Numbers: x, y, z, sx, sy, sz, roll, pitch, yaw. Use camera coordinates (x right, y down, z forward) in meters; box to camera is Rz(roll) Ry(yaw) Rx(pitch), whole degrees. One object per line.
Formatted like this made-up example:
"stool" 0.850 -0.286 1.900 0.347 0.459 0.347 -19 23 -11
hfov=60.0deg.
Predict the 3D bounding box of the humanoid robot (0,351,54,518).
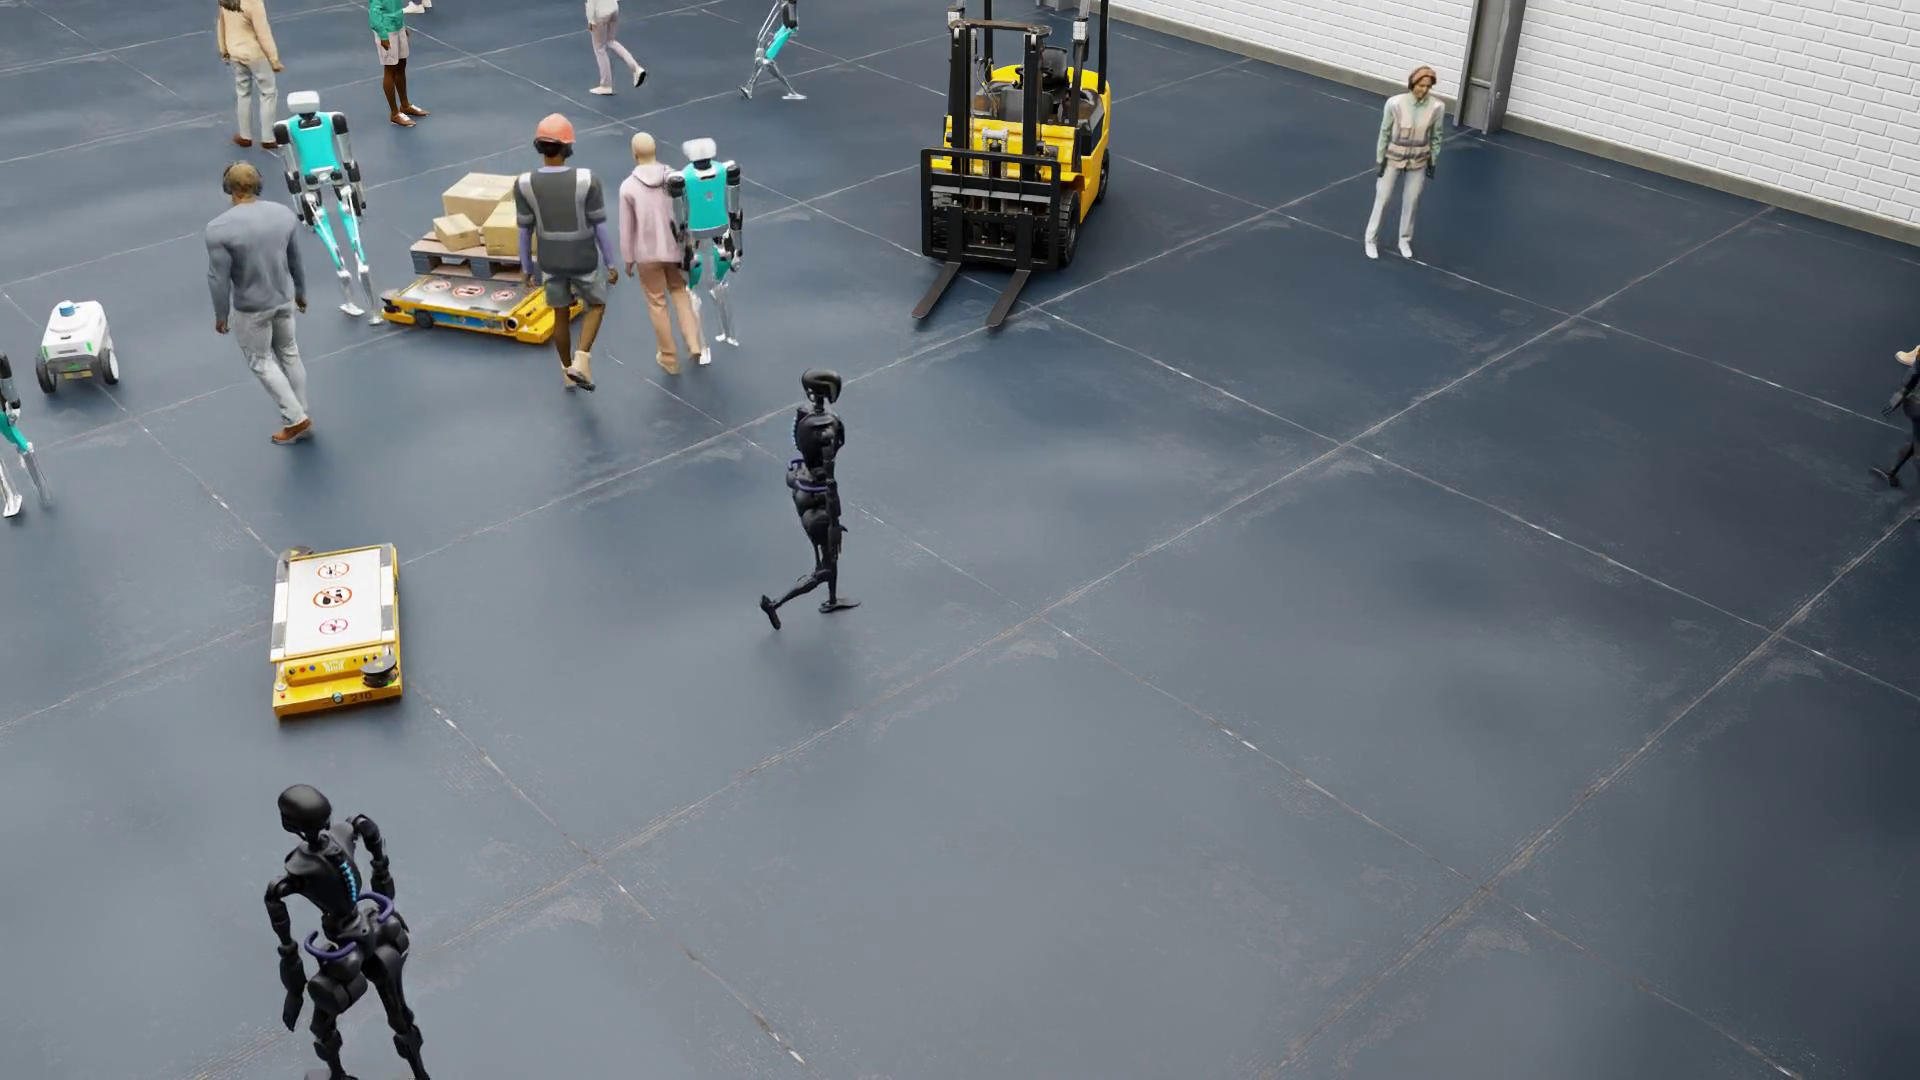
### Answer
"humanoid robot" -6.021 -0.863 10.257 0.541 1.897 0.726 -9 34 -13

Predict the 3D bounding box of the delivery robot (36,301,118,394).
"delivery robot" -6.438 -1.430 12.123 0.499 0.610 0.813 -10 34 -15

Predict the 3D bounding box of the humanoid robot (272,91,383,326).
"humanoid robot" -4.725 -2.418 12.567 0.554 1.805 0.785 -15 36 -21

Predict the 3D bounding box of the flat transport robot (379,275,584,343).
"flat transport robot" -3.747 -1.843 13.006 1.431 0.231 0.659 10 34 15

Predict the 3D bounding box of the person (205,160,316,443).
"person" -4.596 -1.553 11.080 0.470 1.914 0.689 20 38 28

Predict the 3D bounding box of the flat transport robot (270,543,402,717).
"flat transport robot" -3.542 0.458 9.469 0.659 0.231 1.431 -9 34 -14

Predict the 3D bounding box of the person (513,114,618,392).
"person" -2.719 -1.923 11.535 0.677 2.017 0.572 -1 33 -1

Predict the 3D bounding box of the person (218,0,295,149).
"person" -6.837 -4.662 15.901 0.733 1.847 0.389 16 36 23

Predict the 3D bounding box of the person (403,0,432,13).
"person" -6.631 -7.275 19.902 0.432 1.860 0.795 2 33 3

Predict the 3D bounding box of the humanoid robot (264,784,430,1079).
"humanoid robot" -2.414 1.578 6.461 0.606 1.642 0.602 17 37 24

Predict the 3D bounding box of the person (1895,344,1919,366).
"person" 7.221 -2.033 11.988 0.540 1.696 0.316 -10 34 -14

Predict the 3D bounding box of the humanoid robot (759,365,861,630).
"humanoid robot" -0.872 -0.237 9.266 0.621 1.636 0.609 -11 35 -16

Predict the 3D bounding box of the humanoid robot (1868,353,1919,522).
"humanoid robot" 6.102 -0.926 10.359 0.613 1.634 0.792 -8 34 -12

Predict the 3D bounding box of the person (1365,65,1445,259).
"person" 3.671 -3.103 13.694 0.513 1.629 0.318 2 33 2

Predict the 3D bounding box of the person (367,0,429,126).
"person" -5.673 -5.076 16.522 0.396 1.854 0.494 6 33 9

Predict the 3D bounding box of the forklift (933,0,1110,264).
"forklift" 0.570 -3.725 14.138 1.214 2.155 2.313 9 34 13

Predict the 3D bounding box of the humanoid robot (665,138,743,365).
"humanoid robot" -1.898 -2.132 12.120 0.578 1.795 0.829 -15 36 -22

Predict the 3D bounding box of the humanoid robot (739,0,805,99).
"humanoid robot" -1.982 -5.378 17.141 0.878 1.827 0.550 -2 33 -4

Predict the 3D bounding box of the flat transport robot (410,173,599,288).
"flat transport robot" -3.657 -2.221 13.586 0.659 0.231 1.431 7 34 11

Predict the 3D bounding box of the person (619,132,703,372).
"person" -2.144 -2.041 11.934 0.564 1.762 0.453 -18 37 -25

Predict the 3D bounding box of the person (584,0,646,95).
"person" -3.658 -5.462 17.210 0.542 1.748 0.541 12 35 17
